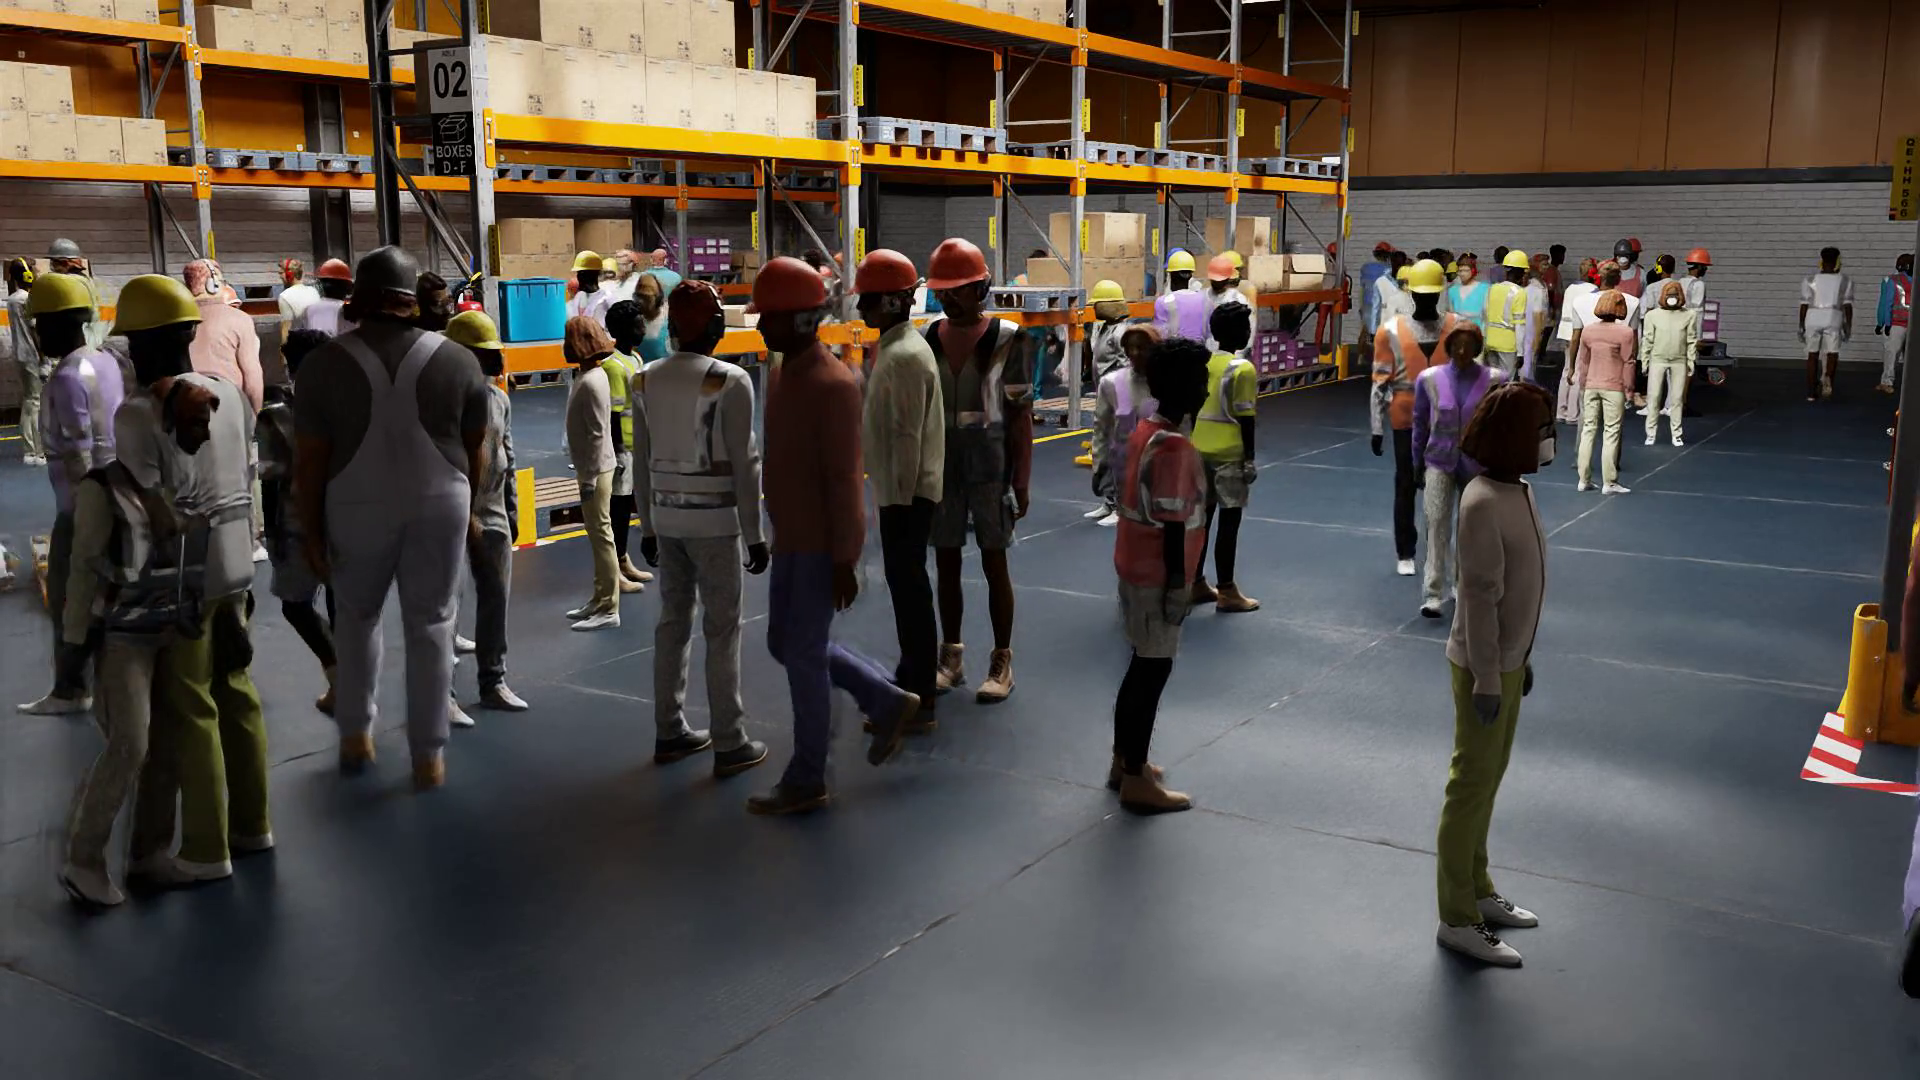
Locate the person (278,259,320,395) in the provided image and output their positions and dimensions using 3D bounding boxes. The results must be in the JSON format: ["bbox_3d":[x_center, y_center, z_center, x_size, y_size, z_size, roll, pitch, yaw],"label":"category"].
[{"bbox_3d":[-6.593,-1.894,16.706,0.383,1.836,0.569,3,11,16],"label":"person"}]

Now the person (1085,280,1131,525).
[{"bbox_3d":[1.061,-0.974,11.856,0.325,1.740,0.492,-2,10,-11],"label":"person"}]

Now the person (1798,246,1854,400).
[{"bbox_3d":[10.853,-2.709,20.886,0.609,1.951,0.558,5,11,24],"label":"person"}]

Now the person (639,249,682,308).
[{"bbox_3d":[-3.893,-2.831,21.691,0.651,1.906,0.402,0,10,-3],"label":"person"}]

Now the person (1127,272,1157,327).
[{"bbox_3d":[2.409,-3.012,22.945,0.658,1.830,0.445,-4,11,-21],"label":"person"}]

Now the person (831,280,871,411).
[{"bbox_3d":[-1.146,-2.187,18.127,0.601,1.907,0.399,-6,12,-29],"label":"person"}]

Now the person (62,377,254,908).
[{"bbox_3d":[-2.478,0.301,5.146,0.395,1.602,0.557,5,11,26],"label":"person"}]

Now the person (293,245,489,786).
[{"bbox_3d":[-2.138,-0.122,6.307,0.698,2.000,0.765,-4,11,-22],"label":"person"}]

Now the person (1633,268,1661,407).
[{"bbox_3d":[8.388,-2.460,20.239,0.319,1.689,0.540,8,13,39],"label":"person"}]

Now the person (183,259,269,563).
[{"bbox_3d":[-4.650,-0.785,10.364,0.643,1.905,0.400,0,10,-3],"label":"person"}]

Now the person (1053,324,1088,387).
[{"bbox_3d":[1.568,-3.077,22.875,0.427,1.966,0.638,2,10,8],"label":"person"}]

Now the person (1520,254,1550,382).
[{"bbox_3d":[7.359,-2.740,21.352,0.384,1.845,0.570,6,12,30],"label":"person"}]

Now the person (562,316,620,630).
[{"bbox_3d":[-1.936,-0.350,8.699,0.286,1.633,0.499,-3,11,-16],"label":"person"}]

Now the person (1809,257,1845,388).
[{"bbox_3d":[11.886,-2.982,22.766,0.403,1.824,0.591,4,11,22],"label":"person"}]

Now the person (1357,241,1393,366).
[{"bbox_3d":[6.711,-3.784,26.702,0.667,2.011,0.523,7,12,34],"label":"person"}]

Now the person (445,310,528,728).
[{"bbox_3d":[-2.035,-0.091,6.996,0.322,1.737,0.490,7,12,32],"label":"person"}]

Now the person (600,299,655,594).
[{"bbox_3d":[-1.938,-0.538,9.603,0.322,1.690,0.530,0,10,2],"label":"person"}]

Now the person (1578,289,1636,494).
[{"bbox_3d":[5.175,-1.184,13.310,0.284,1.636,0.500,-6,12,-31],"label":"person"}]

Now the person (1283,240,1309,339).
[{"bbox_3d":[5.120,-3.605,25.607,0.537,2.000,0.698,-2,10,-8],"label":"person"}]

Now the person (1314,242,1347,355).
[{"bbox_3d":[6.298,-4.052,28.245,0.612,1.985,0.411,-3,11,-17],"label":"person"}]

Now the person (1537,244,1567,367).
[{"bbox_3d":[9.465,-3.745,26.609,0.368,1.958,0.600,4,11,20],"label":"person"}]

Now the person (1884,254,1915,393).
[{"bbox_3d":[12.540,-2.850,21.979,0.626,1.844,0.429,1,10,7],"label":"person"}]

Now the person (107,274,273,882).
[{"bbox_3d":[-2.457,0.126,5.283,0.392,1.918,0.582,2,10,11],"label":"person"}]

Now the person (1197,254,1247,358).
[{"bbox_3d":[2.367,-1.712,15.509,0.627,1.896,0.513,8,13,39],"label":"person"}]

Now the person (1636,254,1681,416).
[{"bbox_3d":[8.093,-2.350,19.165,0.510,1.860,0.333,-1,10,-7],"label":"person"}]

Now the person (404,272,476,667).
[{"bbox_3d":[-2.521,-0.338,7.971,0.328,1.874,0.521,1,10,8],"label":"person"}]

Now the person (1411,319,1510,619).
[{"bbox_3d":[2.677,-0.369,8.879,0.537,1.588,0.865,3,11,17],"label":"person"}]

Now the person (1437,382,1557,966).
[{"bbox_3d":[1.533,0.364,4.740,0.285,1.633,0.500,5,12,28],"label":"person"}]

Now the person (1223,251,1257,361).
[{"bbox_3d":[2.950,-2.155,17.952,0.452,1.902,0.601,-5,11,-24],"label":"person"}]

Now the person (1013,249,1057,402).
[{"bbox_3d":[0.894,-2.572,20.282,0.633,1.901,0.385,-6,12,-31],"label":"person"}]

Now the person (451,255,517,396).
[{"bbox_3d":[-3.810,-1.357,13.404,0.401,1.949,0.605,5,11,26],"label":"person"}]
